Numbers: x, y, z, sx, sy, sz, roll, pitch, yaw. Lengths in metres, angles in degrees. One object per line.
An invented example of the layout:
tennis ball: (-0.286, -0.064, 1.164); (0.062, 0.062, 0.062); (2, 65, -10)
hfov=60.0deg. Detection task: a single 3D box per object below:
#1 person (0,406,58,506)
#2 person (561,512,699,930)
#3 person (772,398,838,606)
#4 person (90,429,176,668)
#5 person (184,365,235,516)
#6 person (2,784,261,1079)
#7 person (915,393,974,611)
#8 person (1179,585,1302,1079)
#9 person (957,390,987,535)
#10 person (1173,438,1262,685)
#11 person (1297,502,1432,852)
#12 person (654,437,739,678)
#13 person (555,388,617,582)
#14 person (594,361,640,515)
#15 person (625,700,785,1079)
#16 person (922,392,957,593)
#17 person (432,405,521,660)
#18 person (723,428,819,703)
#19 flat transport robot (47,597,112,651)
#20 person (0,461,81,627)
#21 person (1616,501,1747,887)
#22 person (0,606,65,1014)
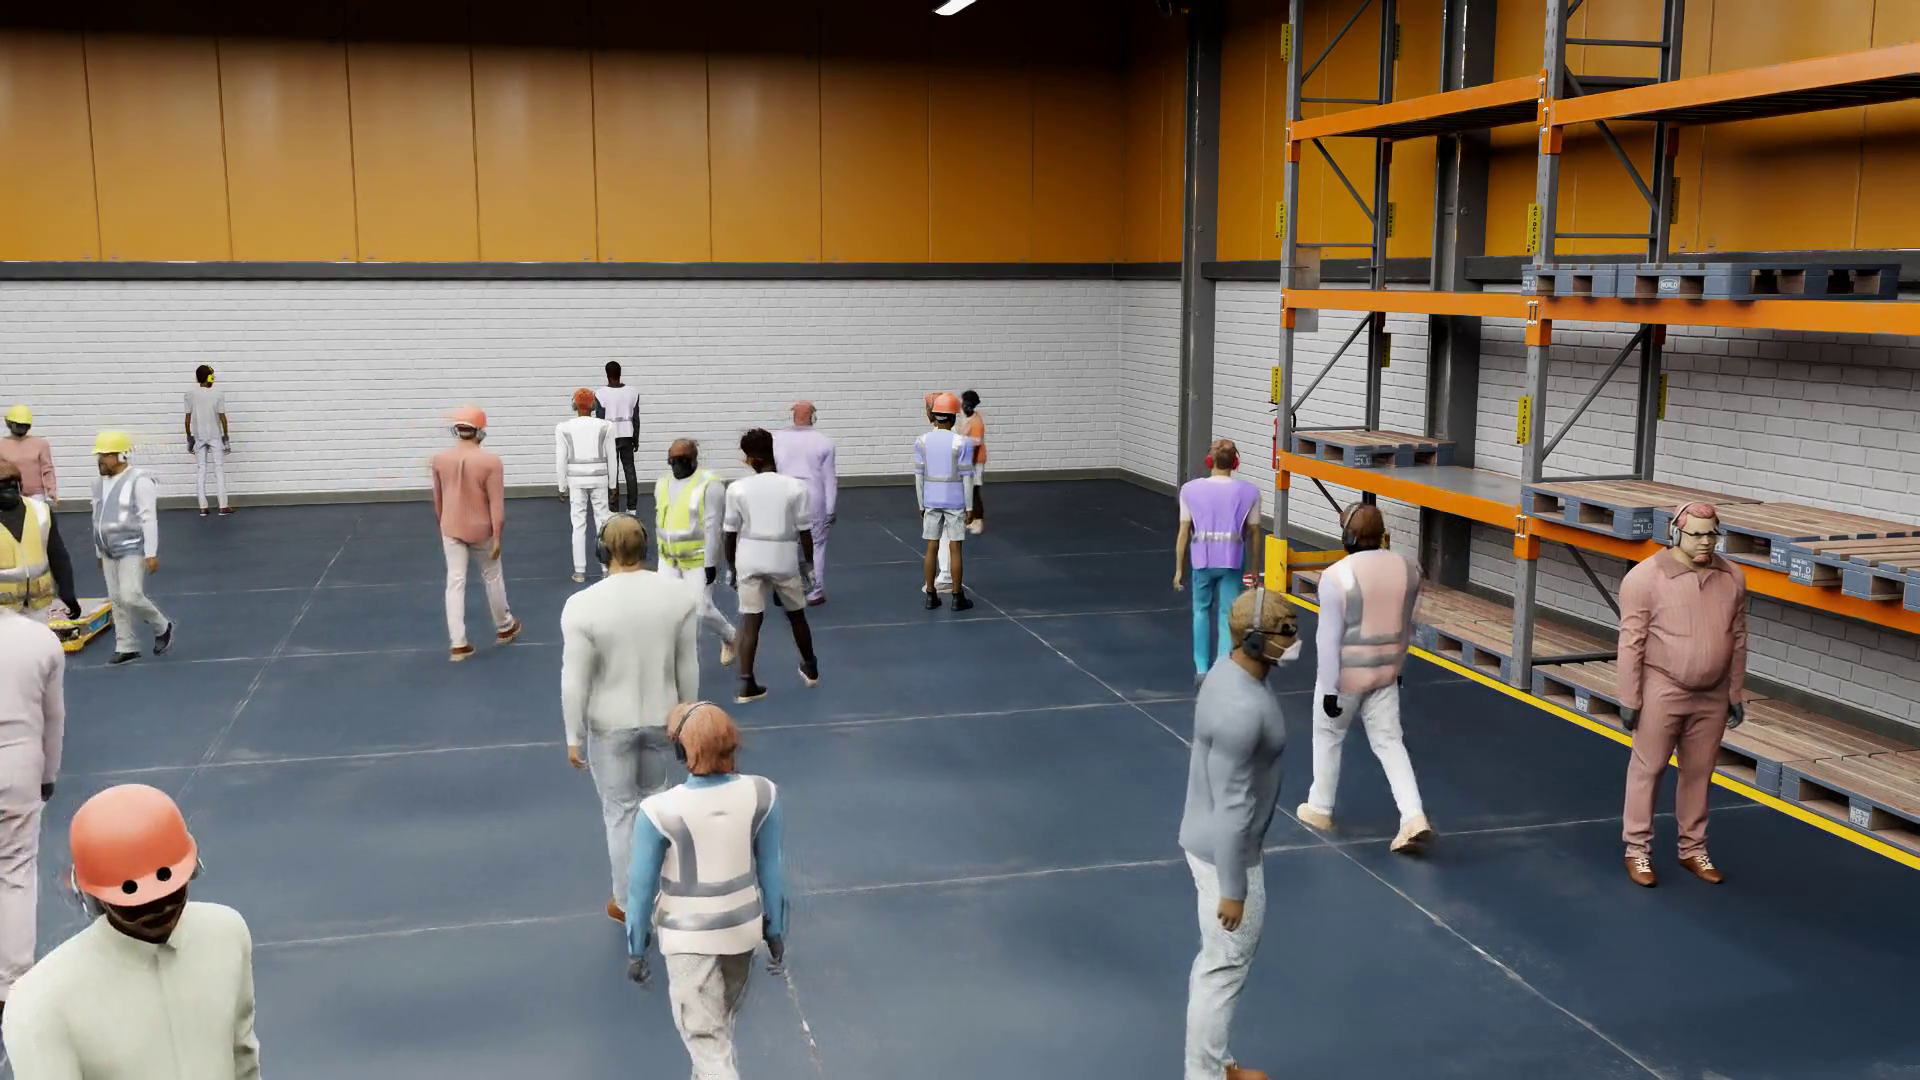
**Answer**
person: (-8.922, -0.409, 15.843); (0.434, 1.745, 0.563); (9, 13, 44)
person: (-1.489, 0.827, 7.499); (0.649, 1.929, 0.443); (-7, 11, -36)
person: (-1.409, -0.310, 14.759); (0.654, 1.886, 0.668); (2, 9, 12)
person: (-6.330, 0.057, 12.644); (0.615, 1.820, 0.467); (4, 10, 24)
person: (-9.286, -1.228, 20.542); (0.514, 1.863, 0.334); (-1, 9, -4)
person: (-1.764, 1.451, 3.666); (1.102, 1.928, 0.610); (5, 11, 30)
person: (-0.125, -0.334, 14.726); (0.545, 1.938, 0.361); (3, 10, 20)
person: (0.966, 1.104, 5.804); (0.402, 1.928, 0.630); (1, 9, 9)
person: (0.118, -0.905, 19.146); (0.322, 1.670, 0.669); (-3, 9, -16)
person: (1.843, 0.184, 11.851); (0.609, 1.818, 0.737); (2, 9, 11)
person: (2.123, 0.703, 8.657); (0.623, 1.811, 0.904); (-4, 10, -22)
person: (-1.963, 0.131, 12.233); (0.639, 1.810, 0.707); (5, 10, 30)
person: (-3.608, -0.531, 16.119); (0.574, 1.886, 0.360); (-2, 9, -12)
person: (-4.204, -1.235, 20.431); (0.587, 1.914, 0.392); (-7, 11, -36)
person: (-0.811, 1.319, 5.453); (0.526, 1.602, 0.834); (-7, 11, -35)
person: (-0.179, -0.442, 15.571); (0.355, 1.883, 0.572); (1, 9, 9)
person: (-3.820, -0.085, 13.108); (0.626, 1.944, 0.985); (1, 9, 6)
person: (-1.340, 0.153, 11.793); (0.659, 1.903, 0.763); (0, 9, -3)
flat transport robot: (-7.372, 0.679, 13.592); (0.652, 0.197, 1.431); (-2, 9, -12)
person: (-5.888, 0.409, 10.475); (0.851, 1.807, 0.643); (6, 11, 35)
person: (3.519, 0.749, 8.097); (0.636, 1.900, 0.403); (-1, 9, -9)
person: (-3.973, 0.976, 6.726); (0.619, 1.877, 0.683); (8, 12, 40)
